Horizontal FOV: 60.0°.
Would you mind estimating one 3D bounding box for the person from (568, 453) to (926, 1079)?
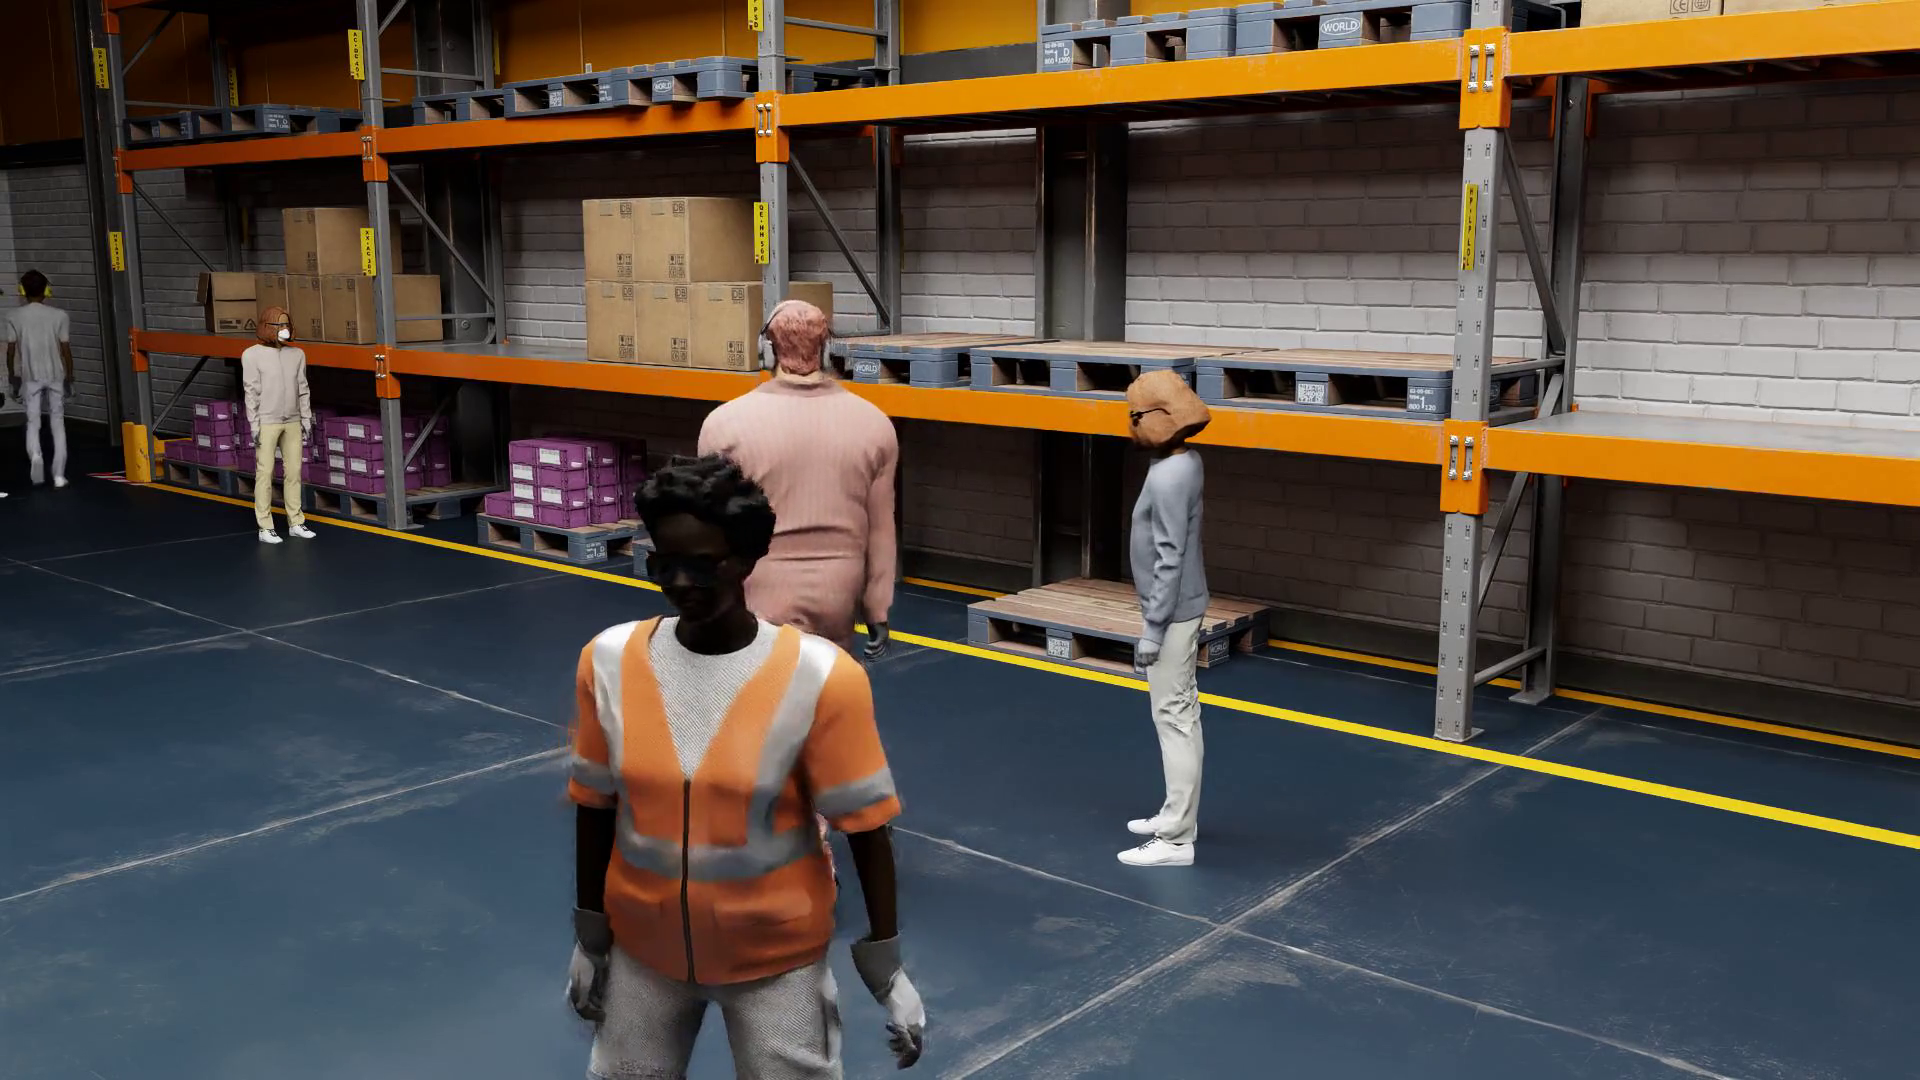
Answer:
[{"bbox_3d":[-0.371,0.692,2.830,0.671,1.697,0.337,2,10,11],"label":"person"}]

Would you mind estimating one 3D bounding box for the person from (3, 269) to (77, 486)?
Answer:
[{"bbox_3d":[-7.715,-1.340,13.979,0.507,1.852,0.558,-5,11,-25],"label":"person"}]

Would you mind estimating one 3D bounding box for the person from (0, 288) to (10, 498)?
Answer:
[{"bbox_3d":[-7.935,-1.265,13.461,0.398,1.871,0.651,0,10,-2],"label":"person"}]

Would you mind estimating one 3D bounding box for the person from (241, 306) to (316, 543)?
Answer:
[{"bbox_3d":[-4.703,-0.795,11.491,0.277,1.629,0.497,7,12,33],"label":"person"}]

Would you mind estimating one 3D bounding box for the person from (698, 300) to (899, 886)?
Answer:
[{"bbox_3d":[-0.510,0.187,5.223,0.652,1.873,0.934,-4,11,-22],"label":"person"}]

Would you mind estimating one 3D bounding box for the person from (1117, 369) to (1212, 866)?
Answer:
[{"bbox_3d":[0.676,0.257,5.475,0.278,1.633,0.497,3,10,14],"label":"person"}]
